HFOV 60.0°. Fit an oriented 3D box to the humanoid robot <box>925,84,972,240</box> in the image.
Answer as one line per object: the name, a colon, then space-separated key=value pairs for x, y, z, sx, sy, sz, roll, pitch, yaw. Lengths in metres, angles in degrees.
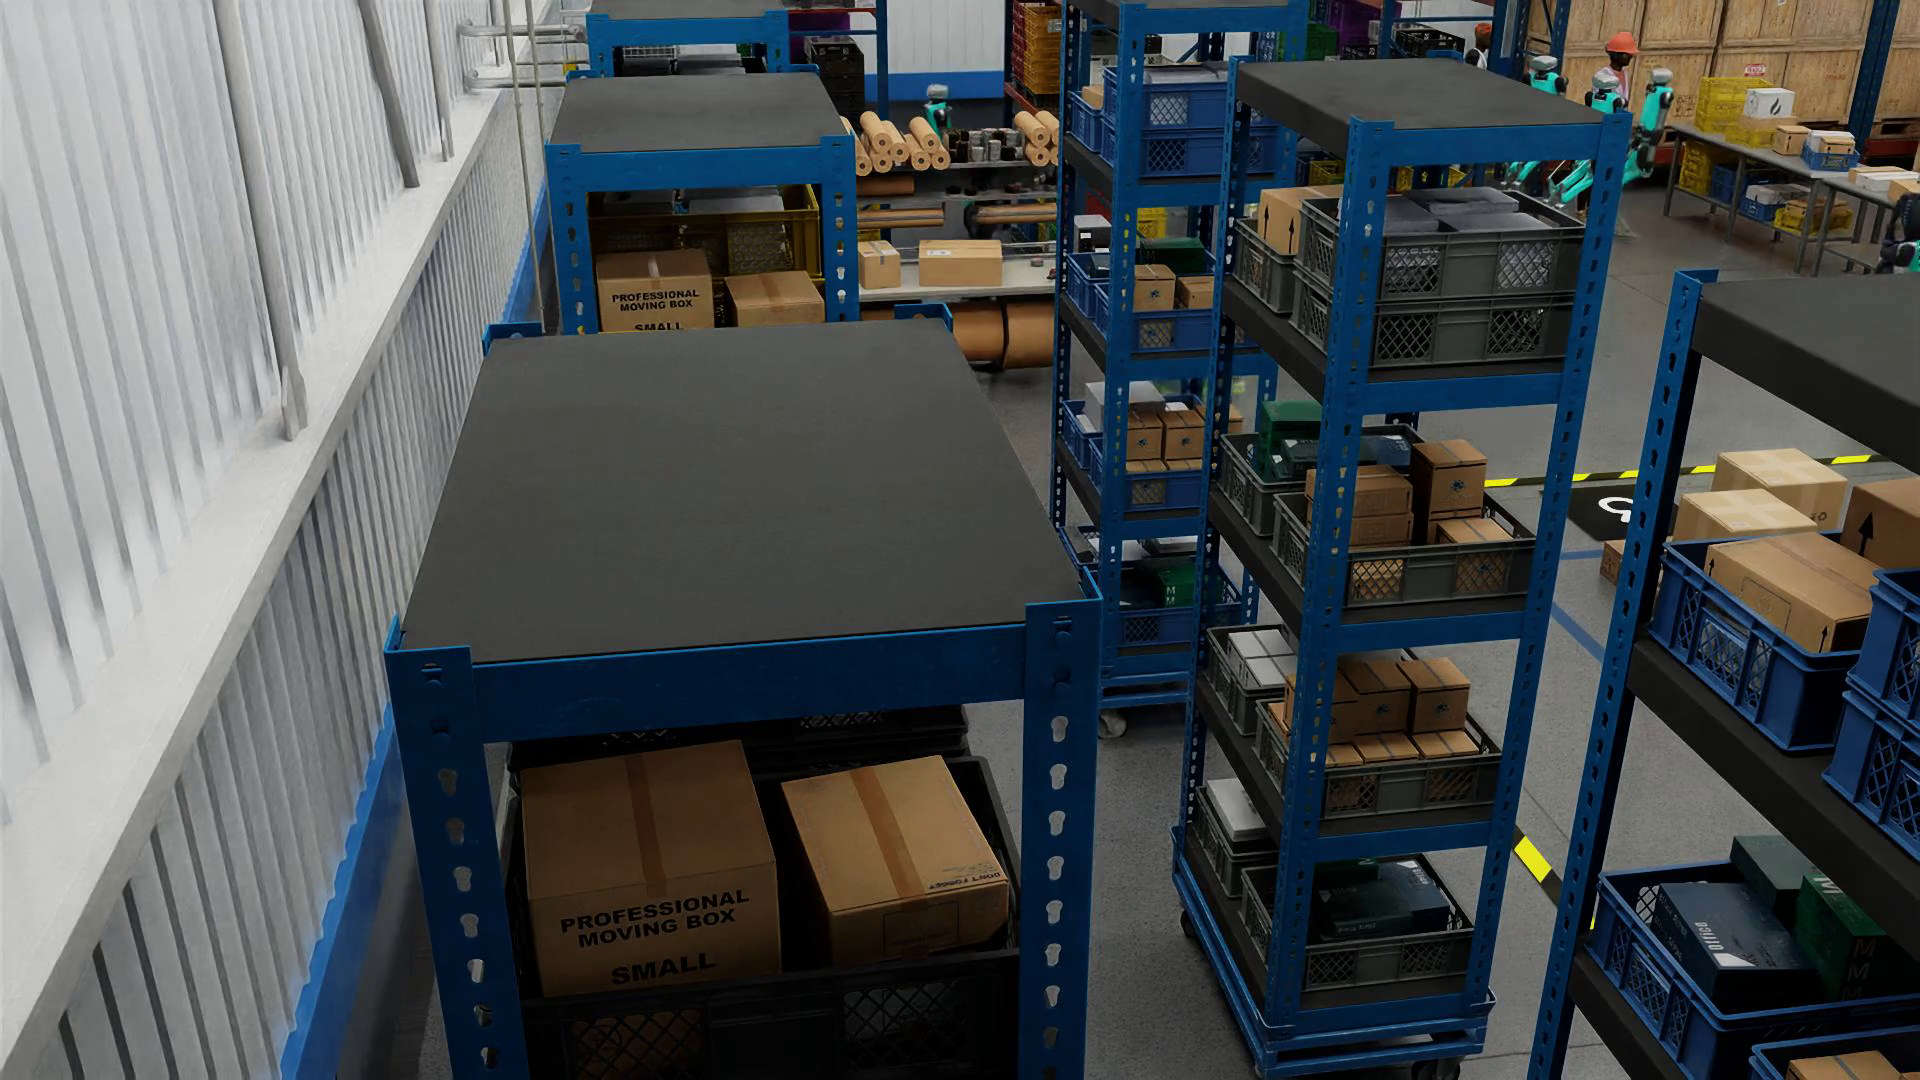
humanoid robot: x=0.076 y=-3.543 z=16.284 sx=0.812 sy=1.798 sz=0.531 roll=-4 pitch=25 yaw=-9

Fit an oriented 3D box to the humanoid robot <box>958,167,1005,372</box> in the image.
humanoid robot: x=0.163 y=-2.158 z=13.306 sx=0.433 sy=1.650 sz=0.589 roll=6 pitch=25 yaw=14

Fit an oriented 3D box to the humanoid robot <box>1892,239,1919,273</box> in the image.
humanoid robot: x=6.651 y=-1.250 z=11.284 sx=0.544 sy=1.763 sz=0.955 roll=0 pitch=25 yaw=1

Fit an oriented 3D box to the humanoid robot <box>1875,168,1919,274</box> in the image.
humanoid robot: x=7.608 y=-2.225 z=13.444 sx=0.385 sy=1.642 sz=0.603 roll=-6 pitch=25 yaw=-13

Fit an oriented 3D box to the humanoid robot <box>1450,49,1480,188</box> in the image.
humanoid robot: x=5.734 y=-4.725 z=18.902 sx=0.591 sy=1.655 sz=0.586 roll=1 pitch=25 yaw=2

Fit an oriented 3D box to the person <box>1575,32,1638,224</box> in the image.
person: x=6.800 y=-4.280 z=17.482 sx=0.375 sy=2.045 sz=0.604 roll=22 pitch=33 yaw=39

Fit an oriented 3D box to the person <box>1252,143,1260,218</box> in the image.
person: x=2.854 y=-3.686 z=16.451 sx=0.640 sy=1.819 sz=0.602 roll=-4 pitch=25 yaw=-8

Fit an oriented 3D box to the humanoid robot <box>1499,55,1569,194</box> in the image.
humanoid robot: x=5.971 y=-4.196 z=17.605 sx=0.672 sy=1.763 sz=0.549 roll=-16 pitch=29 yaw=-31

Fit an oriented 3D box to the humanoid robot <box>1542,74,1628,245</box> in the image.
humanoid robot: x=6.147 y=-3.759 z=16.592 sx=0.732 sy=1.691 sz=0.531 roll=-8 pitch=26 yaw=-18

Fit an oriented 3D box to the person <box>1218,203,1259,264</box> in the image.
person: x=2.512 y=-2.997 z=14.932 sx=0.429 sy=1.841 sz=0.631 roll=0 pitch=25 yaw=0

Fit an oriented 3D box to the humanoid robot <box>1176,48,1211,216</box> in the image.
humanoid robot: x=2.484 y=-4.439 z=18.203 sx=0.732 sy=1.793 sz=0.548 roll=-11 pitch=27 yaw=-23

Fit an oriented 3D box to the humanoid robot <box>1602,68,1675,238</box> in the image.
humanoid robot: x=6.805 y=-3.940 z=17.010 sx=0.723 sy=1.714 sz=0.531 roll=1 pitch=25 yaw=2

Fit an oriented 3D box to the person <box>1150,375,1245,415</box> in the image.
person: x=1.392 y=-0.680 z=9.952 sx=0.586 sy=1.795 sz=0.988 roll=-3 pitch=25 yaw=-7

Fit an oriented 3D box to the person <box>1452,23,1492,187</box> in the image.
person: x=5.931 y=-5.008 z=19.252 sx=0.359 sy=1.885 sz=0.572 roll=5 pitch=25 yaw=12
